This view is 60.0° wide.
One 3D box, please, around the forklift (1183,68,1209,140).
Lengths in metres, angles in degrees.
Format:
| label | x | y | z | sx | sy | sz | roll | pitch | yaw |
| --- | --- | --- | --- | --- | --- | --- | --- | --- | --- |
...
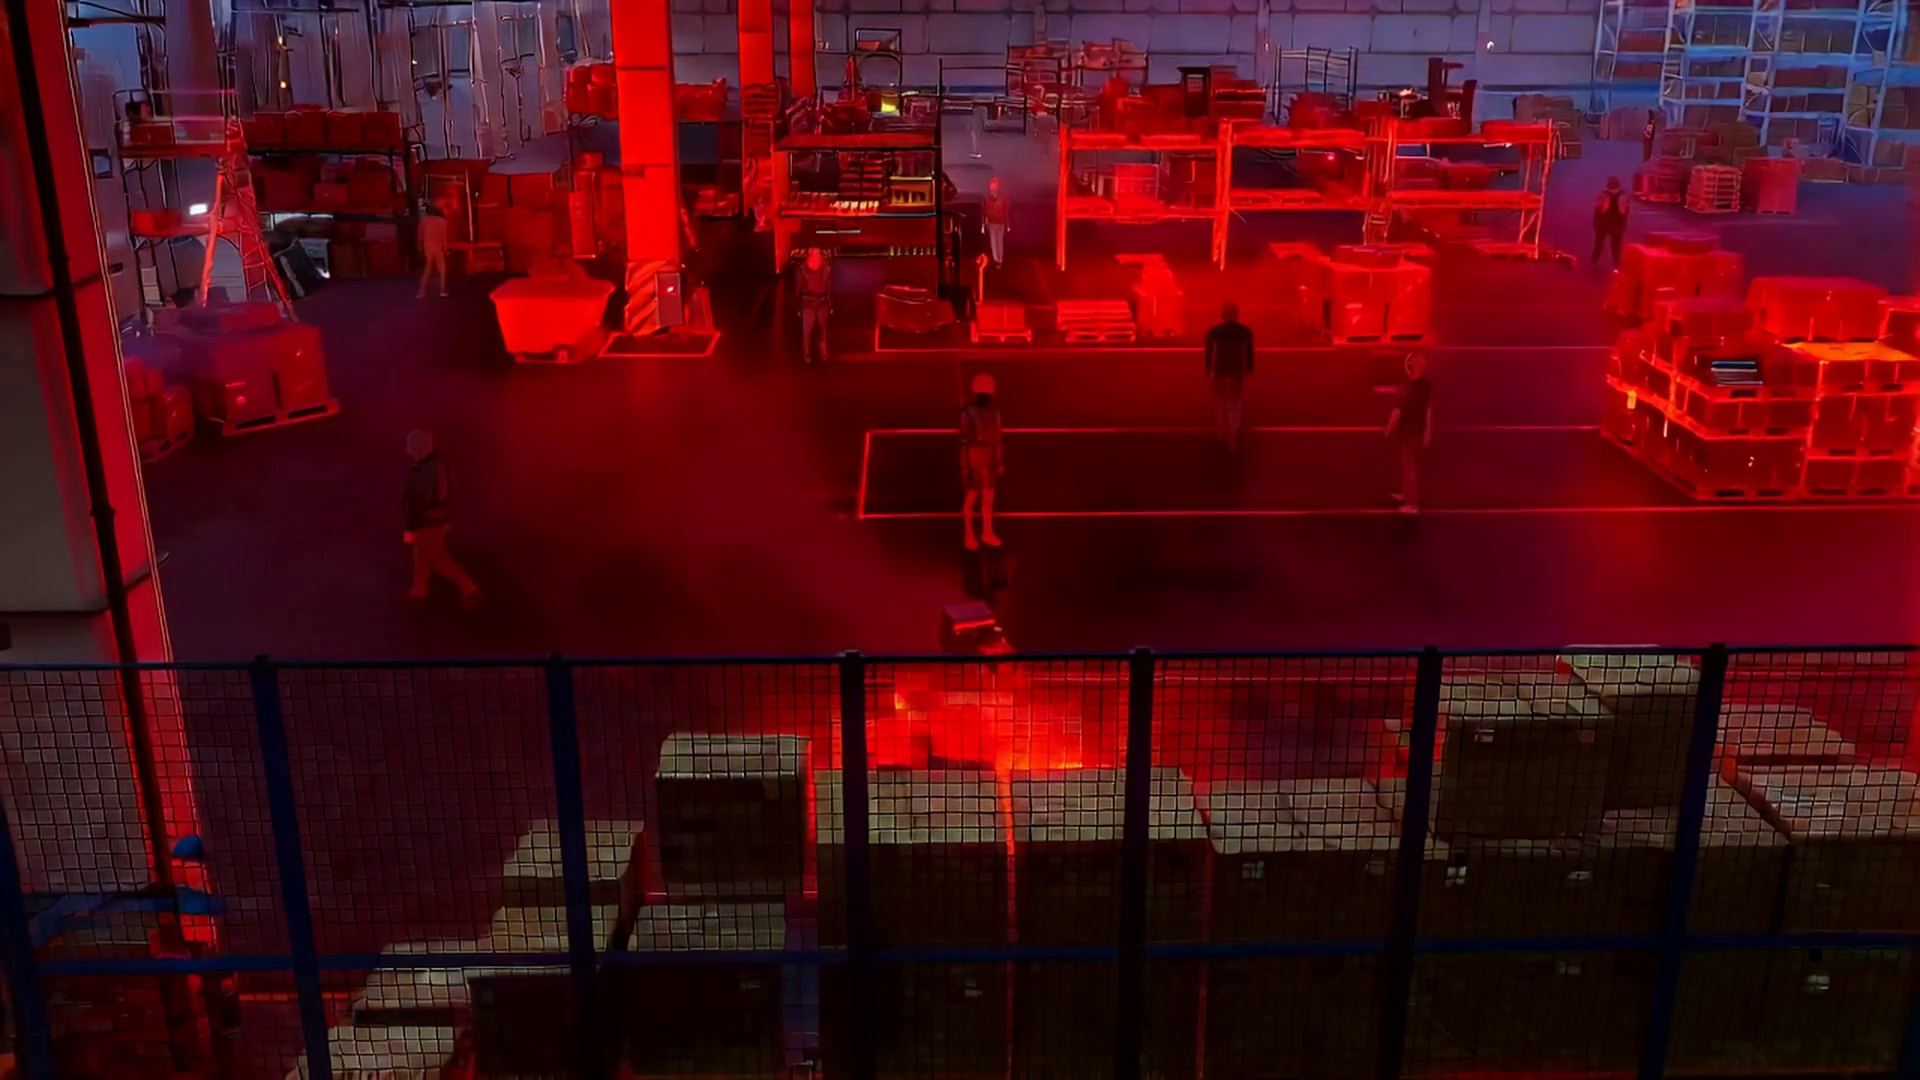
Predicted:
| label | x | y | z | sx | sy | sz | roll | pitch | yaw |
| --- | --- | --- | --- | --- | --- | --- | --- | --- | --- |
| forklift | 8.563 | -15.807 | 60.765 | 1.129 | 2.768 | 1.873 | 4 | 19 | 13 |

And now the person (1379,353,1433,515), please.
| label | x | y | z | sx | sy | sz | roll | pitch | yaw |
| --- | --- | --- | --- | --- | --- | --- | --- | --- | --- |
| person | 5.100 | -1.233 | 19.142 | 0.542 | 1.842 | 0.760 | -12 | 22 | -32 |

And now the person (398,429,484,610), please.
| label | x | y | z | sx | sy | sz | roll | pitch | yaw |
| --- | --- | --- | --- | --- | --- | --- | --- | --- | --- |
| person | -5.092 | -0.191 | 16.093 | 0.862 | 1.811 | 0.627 | 0 | 19 | 0 |

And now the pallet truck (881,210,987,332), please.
| label | x | y | z | sx | sy | sz | roll | pitch | yaw |
| --- | --- | --- | --- | --- | --- | --- | --- | --- | --- |
| pallet truck | -0.493 | -4.759 | 29.349 | 1.885 | 1.965 | 0.823 | -13 | 23 | -34 |

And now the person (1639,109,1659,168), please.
| label | x | y | z | sx | sy | sz | roll | pitch | yaw |
| --- | --- | --- | --- | --- | --- | --- | --- | --- | --- |
| person | 22.416 | -13.024 | 54.006 | 0.393 | 1.912 | 0.588 | -3 | 19 | -8 |

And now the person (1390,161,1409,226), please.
| label | x | y | z | sx | sy | sz | roll | pitch | yaw |
| --- | --- | --- | --- | --- | --- | --- | --- | --- | --- |
| person | 10.919 | -8.627 | 41.429 | 0.770 | 1.599 | 0.534 | 11 | 22 | 30 |

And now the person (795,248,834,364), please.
| label | x | y | z | sx | sy | sz | roll | pitch | yaw |
| --- | --- | --- | --- | --- | --- | --- | --- | --- | --- |
| person | -2.309 | -3.737 | 26.562 | 0.634 | 1.839 | 0.429 | -8 | 20 | -23 |

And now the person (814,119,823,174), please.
| label | x | y | z | sx | sy | sz | roll | pitch | yaw |
| --- | --- | --- | --- | --- | --- | --- | --- | --- | --- |
| person | -4.489 | -12.417 | 52.533 | 0.318 | 1.696 | 0.558 | -2 | 19 | -7 |

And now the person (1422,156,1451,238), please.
| label | x | y | z | sx | sy | sz | roll | pitch | yaw |
| --- | --- | --- | --- | --- | --- | --- | --- | --- | --- |
| person | 11.391 | -8.141 | 39.501 | 0.481 | 1.927 | 0.640 | -1 | 19 | -3 |

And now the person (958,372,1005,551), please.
| label | x | y | z | sx | sy | sz | roll | pitch | yaw |
| --- | --- | --- | --- | --- | --- | --- | --- | --- | --- |
| person | 0.243 | -0.851 | 17.848 | 0.549 | 1.937 | 0.358 | -11 | 22 | -30 |

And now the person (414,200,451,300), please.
| label | x | y | z | sx | sy | sz | roll | pitch | yaw |
| --- | --- | --- | --- | --- | --- | --- | --- | --- | --- |
| person | -10.117 | -5.551 | 31.886 | 0.634 | 1.888 | 0.782 | 5 | 19 | 14 |

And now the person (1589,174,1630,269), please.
| label | x | y | z | sx | sy | sz | roll | pitch | yaw |
| --- | --- | --- | --- | --- | --- | --- | --- | --- | --- |
| person | 13.805 | -6.793 | 35.316 | 0.757 | 2.000 | 1.041 | 1 | 19 | 4 |

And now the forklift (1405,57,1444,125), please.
| label | x | y | z | sx | sy | sz | roll | pitch | yaw |
| --- | --- | --- | --- | --- | --- | --- | --- | --- | --- |
| forklift | 19.573 | -18.503 | 68.761 | 1.873 | 2.768 | 1.129 | 0 | 19 | -1 |

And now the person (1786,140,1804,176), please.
| label | x | y | z | sx | sy | sz | roll | pitch | yaw |
| --- | --- | --- | --- | --- | --- | --- | --- | --- | --- |
| person | 23.024 | -10.249 | 46.156 | 0.538 | 1.663 | 0.812 | -7 | 20 | -20 |

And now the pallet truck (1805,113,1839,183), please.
| label | x | y | z | sx | sy | sz | roll | pitch | yaw |
| --- | --- | --- | --- | --- | --- | --- | --- | --- | --- |
| pallet truck | 26.403 | -11.957 | 50.702 | 0.823 | 1.965 | 1.885 | 6 | 19 | 16 |

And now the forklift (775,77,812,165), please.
| label | x | y | z | sx | sy | sz | roll | pitch | yaw |
| --- | --- | --- | --- | --- | --- | --- | --- | --- | --- |
| forklift | -5.919 | -13.893 | 55.087 | 1.873 | 2.768 | 1.129 | -1 | 19 | -1 |

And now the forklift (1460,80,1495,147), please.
| label | x | y | z | sx | sy | sz | roll | pitch | yaw |
| --- | --- | --- | --- | --- | --- | --- | --- | --- | --- |
| forklift | 16.146 | -13.225 | 53.105 | 1.873 | 2.768 | 1.129 | 4 | 19 | 13 |

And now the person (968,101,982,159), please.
| label | x | y | z | sx | sy | sz | roll | pitch | yaw |
| --- | --- | --- | --- | --- | --- | --- | --- | --- | --- |
| person | 0.522 | -14.098 | 57.168 | 0.374 | 1.933 | 0.621 | 11 | 22 | 30 |

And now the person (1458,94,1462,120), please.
| label | x | y | z | sx | sy | sz | roll | pitch | yaw |
| --- | --- | --- | --- | --- | --- | --- | --- | --- | --- |
| person | 18.511 | -15.518 | 61.363 | 0.551 | 1.932 | 0.378 | -10 | 21 | -28 |

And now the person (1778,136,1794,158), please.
| label | x | y | z | sx | sy | sz | roll | pitch | yaw |
| --- | --- | --- | --- | --- | --- | --- | --- | --- | --- |
| person | 23.578 | -10.692 | 47.497 | 0.309 | 1.645 | 0.514 | -14 | 23 | -36 |

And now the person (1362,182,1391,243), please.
| label | x | y | z | sx | sy | sz | roll | pitch | yaw |
| --- | --- | --- | --- | --- | --- | --- | --- | --- | --- |
| person | 8.739 | -6.570 | 34.931 | 0.524 | 1.868 | 0.587 | -8 | 20 | -21 |

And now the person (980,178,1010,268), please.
| label | x | y | z | sx | sy | sz | roll | pitch | yaw |
| --- | --- | --- | --- | --- | --- | --- | --- | --- | --- |
| person | 0.737 | -6.730 | 35.354 | 0.612 | 1.885 | 0.908 | 3 | 19 | 10 |

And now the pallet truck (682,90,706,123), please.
| label | x | y | z | sx | sy | sz | roll | pitch | yaw |
| --- | --- | --- | --- | --- | --- | --- | --- | --- | --- |
| pallet truck | -9.671 | -15.907 | 62.421 | 0.823 | 1.965 | 1.885 | 5 | 19 | 15 |

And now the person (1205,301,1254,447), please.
| label | x | y | z | sx | sy | sz | roll | pitch | yaw |
| --- | --- | --- | --- | --- | --- | --- | --- | --- | --- |
| person | 3.525 | -2.178 | 21.832 | 0.639 | 1.912 | 0.870 | 1 | 19 | 3 |
